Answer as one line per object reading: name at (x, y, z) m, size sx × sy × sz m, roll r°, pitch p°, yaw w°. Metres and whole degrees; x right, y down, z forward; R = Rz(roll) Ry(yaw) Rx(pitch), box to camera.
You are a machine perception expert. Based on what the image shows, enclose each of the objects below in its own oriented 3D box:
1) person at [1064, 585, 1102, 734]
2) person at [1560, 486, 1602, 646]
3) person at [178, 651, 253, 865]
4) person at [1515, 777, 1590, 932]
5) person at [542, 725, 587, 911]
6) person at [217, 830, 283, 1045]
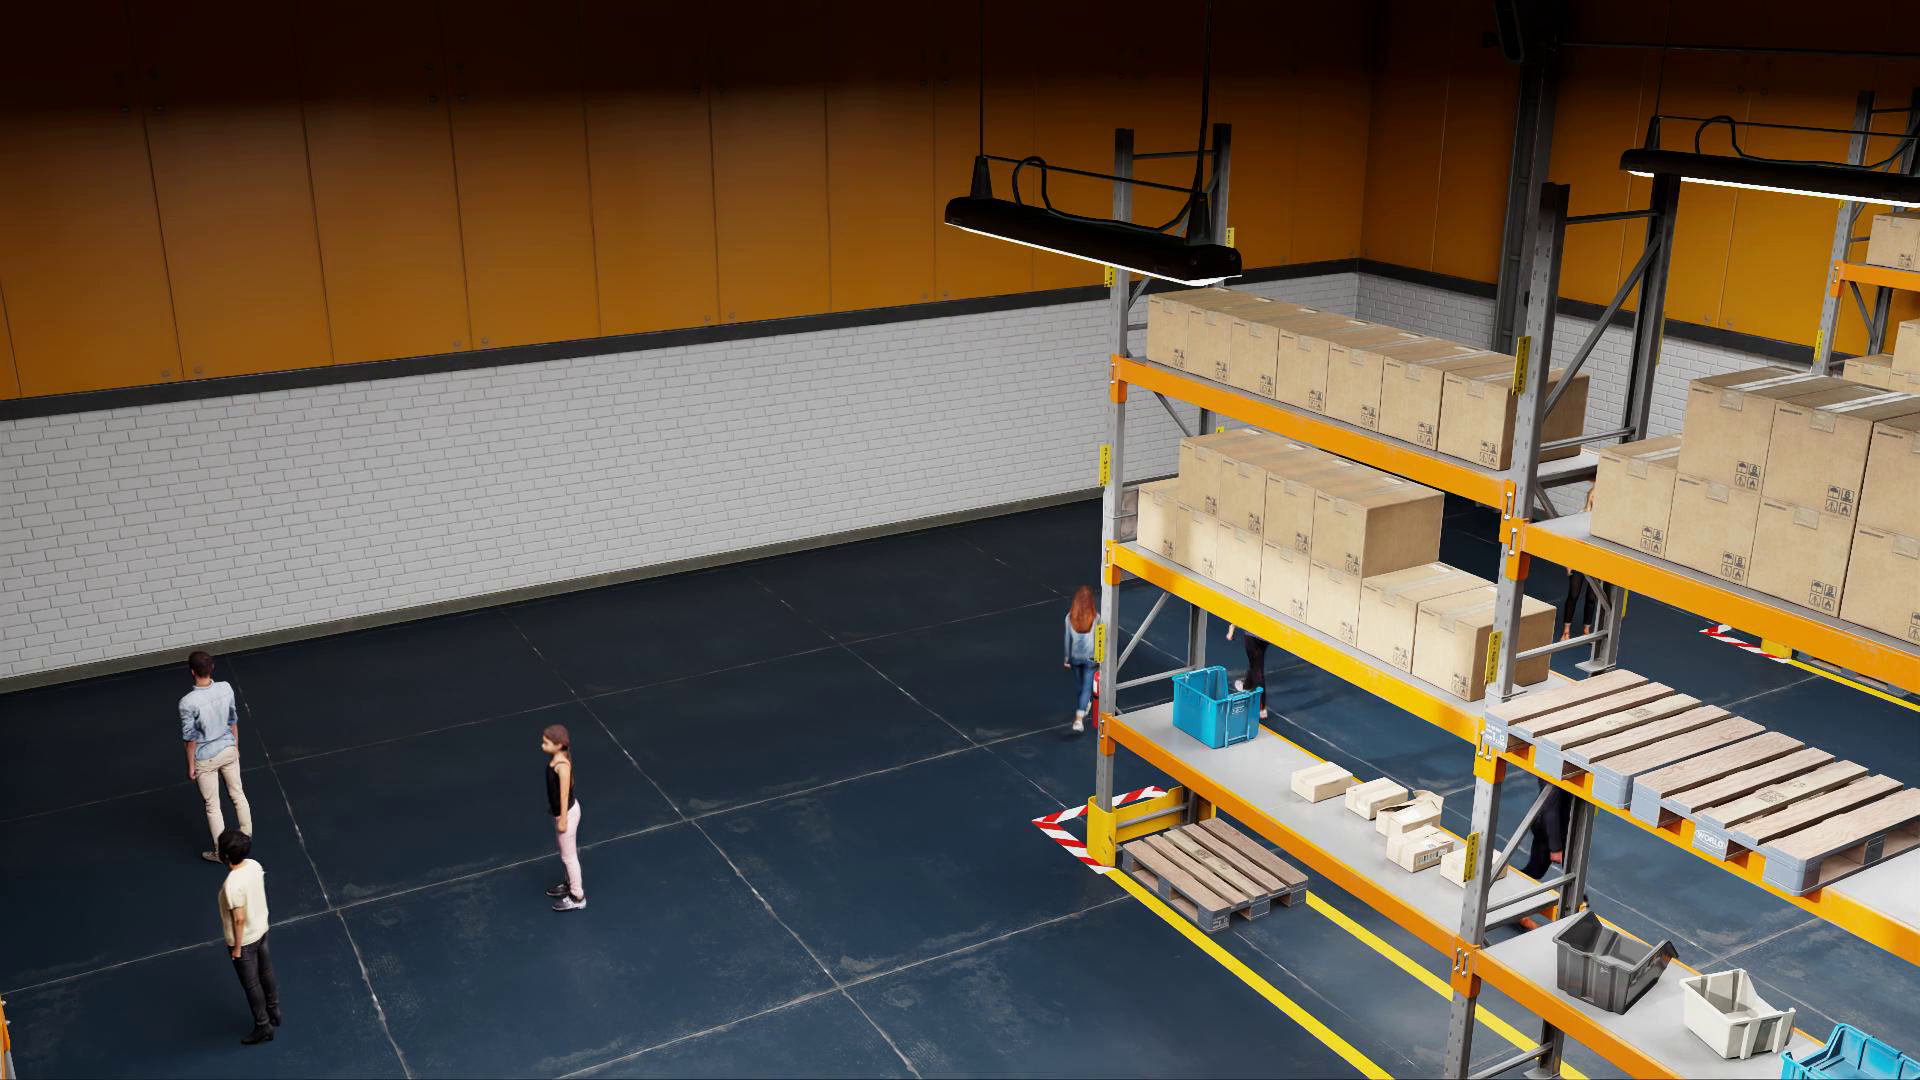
person at (1.208, 1.182, 16.252) m, size 0.994 × 1.453 × 1.033 m, roll 6°, pitch 19°, yaw 16°
person at (6.946, 0.266, 18.389) m, size 0.694 × 1.825 × 0.722 m, roll 2°, pitch 19°, yaw 6°
person at (-6.195, 1.789, 13.830) m, size 0.712 × 1.848 × 0.728 m, roll 12°, pitch 22°, yaw 32°
person at (4.482, 2.198, 12.718) m, size 0.801 × 1.783 × 1.097 m, roll -14°, pitch 23°, yaw -35°
person at (-3.128, 2.167, 13.155) m, size 0.621 × 1.563 × 0.500 m, roll -6°, pitch 20°, yaw -18°
person at (-4.912, 2.721, 11.469) m, size 0.716 × 1.588 × 0.590 m, roll 0°, pitch 19°, yaw 1°
